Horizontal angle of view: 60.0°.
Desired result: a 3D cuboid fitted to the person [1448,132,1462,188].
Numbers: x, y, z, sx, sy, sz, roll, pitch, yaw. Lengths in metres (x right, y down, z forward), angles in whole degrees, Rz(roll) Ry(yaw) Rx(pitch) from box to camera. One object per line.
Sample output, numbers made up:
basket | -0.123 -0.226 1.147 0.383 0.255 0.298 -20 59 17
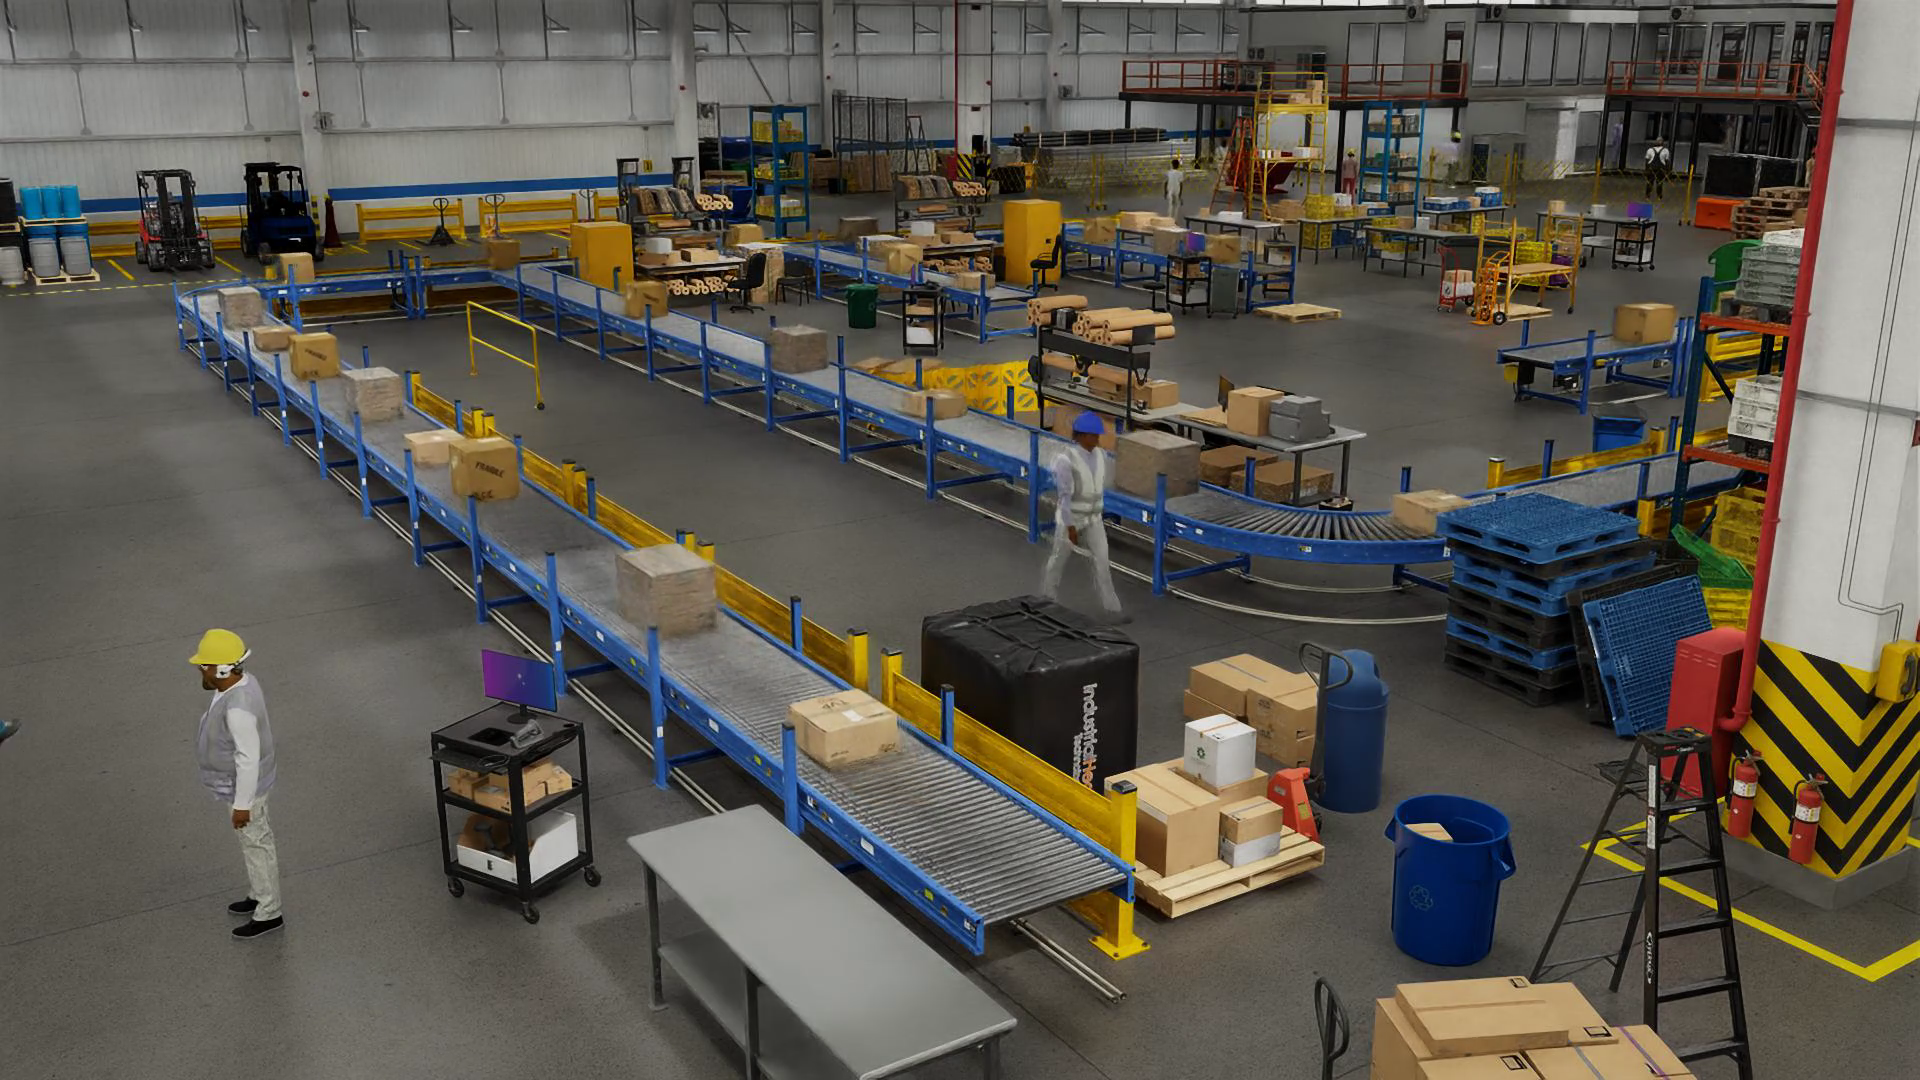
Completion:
person | 17.166 -13.150 57.623 0.620 1.908 0.425 -14 21 -38

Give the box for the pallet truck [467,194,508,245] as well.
pallet truck | -11.983 -8.177 42.137 0.704 1.261 1.522 -11 20 -33

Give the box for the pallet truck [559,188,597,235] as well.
pallet truck | -10.010 -8.652 43.699 0.653 1.274 1.630 -10 20 -31

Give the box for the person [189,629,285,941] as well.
person | -4.088 1.372 9.433 0.403 1.835 0.588 -7 18 -22

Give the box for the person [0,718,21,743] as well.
person | -7.185 0.696 11.734 0.591 1.805 0.935 4 17 12

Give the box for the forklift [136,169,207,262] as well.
forklift | -17.842 -7.318 37.559 1.157 1.987 2.680 -10 20 -31

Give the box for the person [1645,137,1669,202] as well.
person | 22.147 -11.794 52.892 0.672 2.000 0.536 8 19 26

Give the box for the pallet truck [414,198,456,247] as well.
pallet truck | -13.250 -8.060 41.856 0.680 1.201 1.601 -10 20 -31

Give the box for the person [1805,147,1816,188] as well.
person | 25.147 -10.604 49.099 0.547 1.942 0.344 -13 21 -38

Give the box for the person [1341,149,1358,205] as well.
person | 11.954 -11.095 51.050 0.526 1.761 0.333 8 18 24

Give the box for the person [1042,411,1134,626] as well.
person | 1.081 -0.188 14.521 0.598 1.902 1.016 -12 20 -35

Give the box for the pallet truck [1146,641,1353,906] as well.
pallet truck | 1.664 1.407 10.232 1.630 1.274 0.653 -10 20 -31

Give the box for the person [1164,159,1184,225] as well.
person | 5.872 -9.553 45.829 0.529 1.827 0.973 4 17 12

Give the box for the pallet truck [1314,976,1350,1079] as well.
pallet truck | 2.299 2.390 7.086 1.601 1.201 0.680 -2 17 -7

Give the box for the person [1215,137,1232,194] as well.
person | 8.768 -12.512 55.574 0.596 1.869 0.497 -7 18 -23

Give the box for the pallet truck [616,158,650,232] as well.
pallet truck | -8.918 -9.176 44.255 0.823 1.965 1.885 -9 19 -27

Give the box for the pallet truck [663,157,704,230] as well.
pallet truck | -7.586 -9.308 44.692 0.823 1.965 1.885 -11 20 -33

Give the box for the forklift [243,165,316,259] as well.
forklift | -15.898 -7.669 38.708 1.157 1.987 2.680 -11 20 -33
